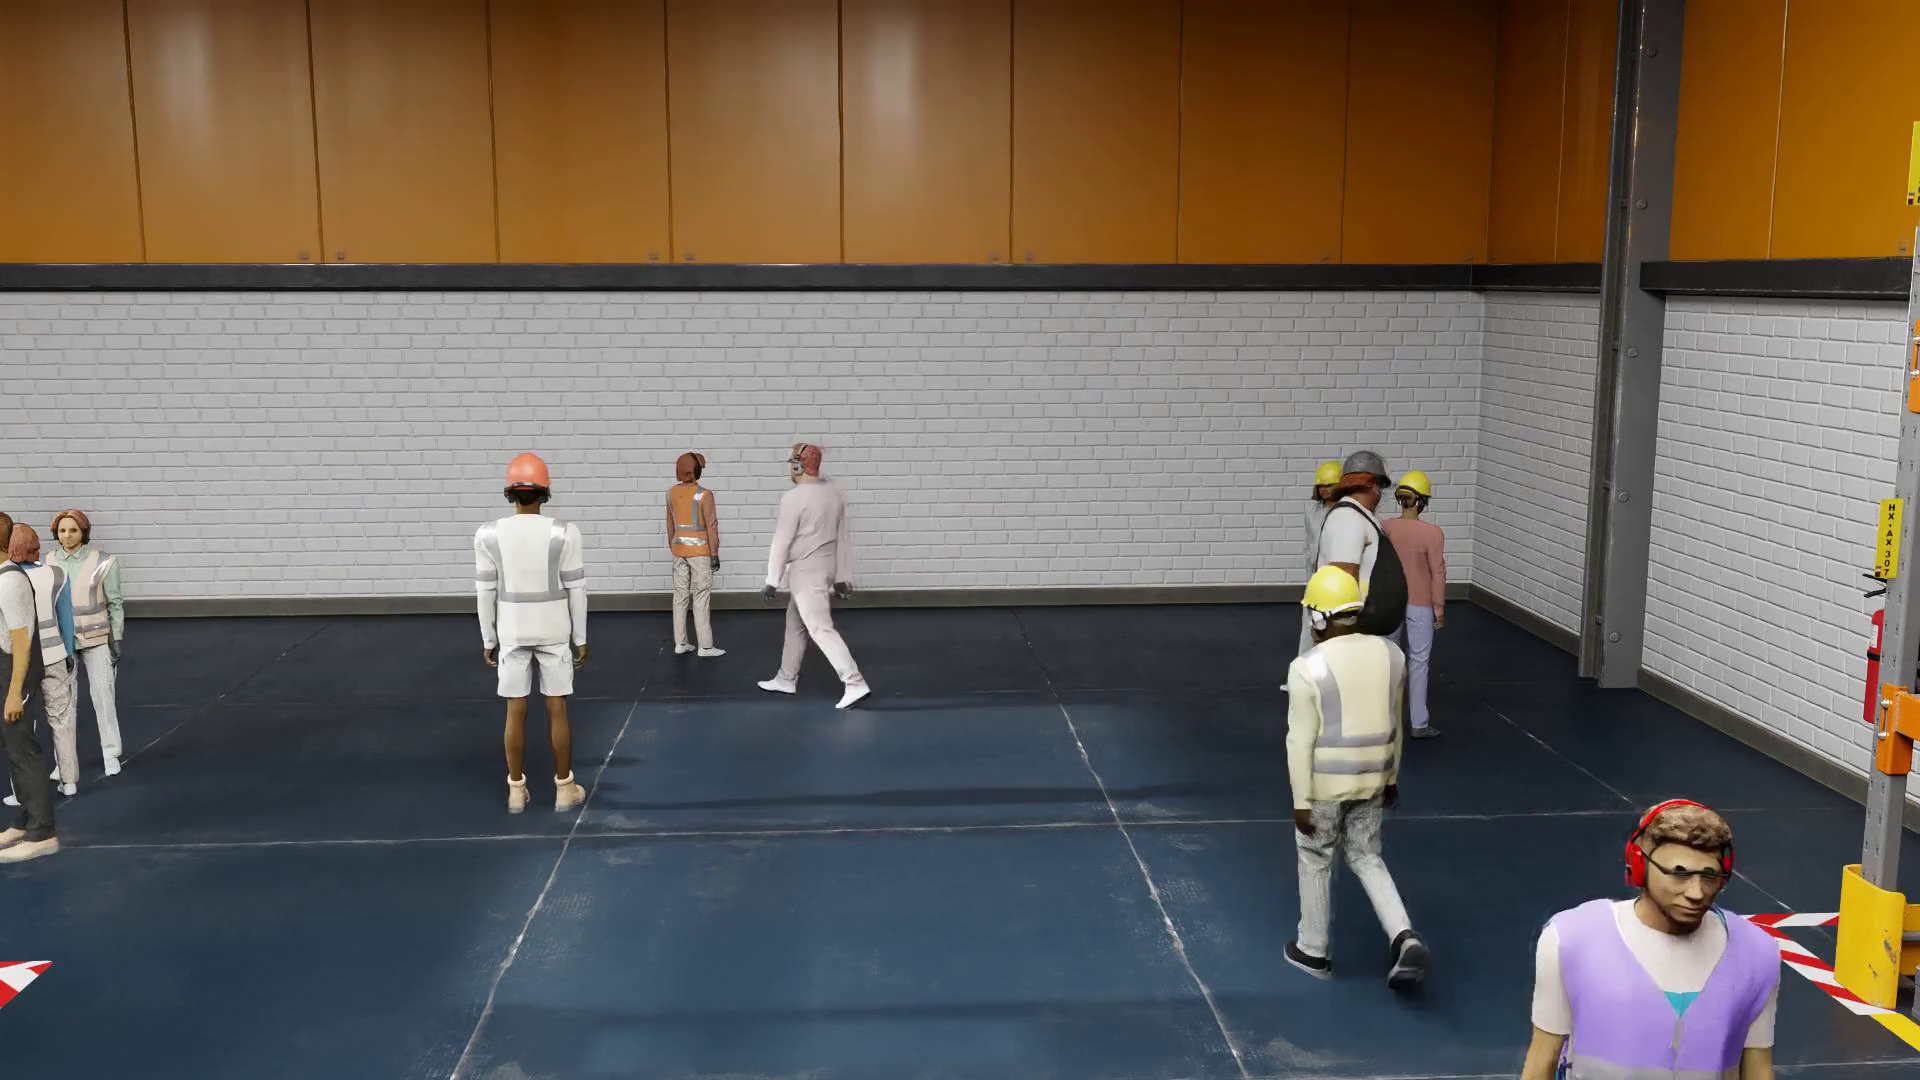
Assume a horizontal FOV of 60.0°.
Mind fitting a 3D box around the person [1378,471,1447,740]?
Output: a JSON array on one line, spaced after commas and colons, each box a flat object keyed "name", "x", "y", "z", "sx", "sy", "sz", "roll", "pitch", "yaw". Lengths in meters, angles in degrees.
[{"name": "person", "x": 2.947, "y": 0.425, "z": 10.919, "sx": 0.523, "sy": 1.764, "sz": 0.323, "roll": 8, "pitch": 12, "yaw": 43}]

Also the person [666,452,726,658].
[{"name": "person", "x": -2.119, "y": 0.120, "z": 13.209, "sx": 0.514, "sy": 1.643, "sz": 0.307, "roll": 6, "pitch": 11, "yaw": 33}]

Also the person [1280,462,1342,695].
[{"name": "person", "x": 2.643, "y": 0.294, "z": 11.929, "sx": 0.507, "sy": 1.694, "sz": 0.902, "roll": 8, "pitch": 12, "yaw": 40}]

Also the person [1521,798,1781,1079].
[{"name": "person", "x": 1.632, "y": 1.496, "z": 3.964, "sx": 0.610, "sy": 1.829, "sz": 0.451, "roll": 0, "pitch": 9, "yaw": -2}]

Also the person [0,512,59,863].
[{"name": "person", "x": -4.944, "y": 0.746, "z": 8.643, "sx": 0.327, "sy": 1.843, "sz": 0.515, "roll": -7, "pitch": 11, "yaw": -36}]

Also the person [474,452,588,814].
[{"name": "person", "x": -2.400, "y": 0.536, "z": 9.383, "sx": 0.612, "sy": 2.049, "sz": 0.434, "roll": 0, "pitch": 9, "yaw": -3}]

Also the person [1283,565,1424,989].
[{"name": "person", "x": 1.657, "y": 1.020, "z": 7.015, "sx": 0.597, "sy": 1.814, "sz": 0.671, "roll": -4, "pitch": 10, "yaw": -22}]

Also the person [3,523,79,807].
[{"name": "person", "x": -5.311, "y": 0.711, "z": 9.511, "sx": 0.307, "sy": 1.641, "sz": 0.513, "roll": 7, "pitch": 11, "yaw": 36}]

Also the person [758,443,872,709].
[{"name": "person", "x": -1.021, "y": 0.245, "z": 11.754, "sx": 1.005, "sy": 1.863, "sz": 0.639, "roll": 4, "pitch": 10, "yaw": 22}]

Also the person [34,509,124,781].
[{"name": "person", "x": -5.321, "y": 0.624, "z": 10.046, "sx": 0.514, "sy": 1.644, "sz": 0.307, "roll": -3, "pitch": 9, "yaw": -17}]

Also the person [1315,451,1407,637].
[{"name": "person", "x": 2.380, "y": 0.452, "z": 9.880, "sx": 0.536, "sy": 2.000, "sz": 0.763, "roll": 3, "pitch": 10, "yaw": 20}]
